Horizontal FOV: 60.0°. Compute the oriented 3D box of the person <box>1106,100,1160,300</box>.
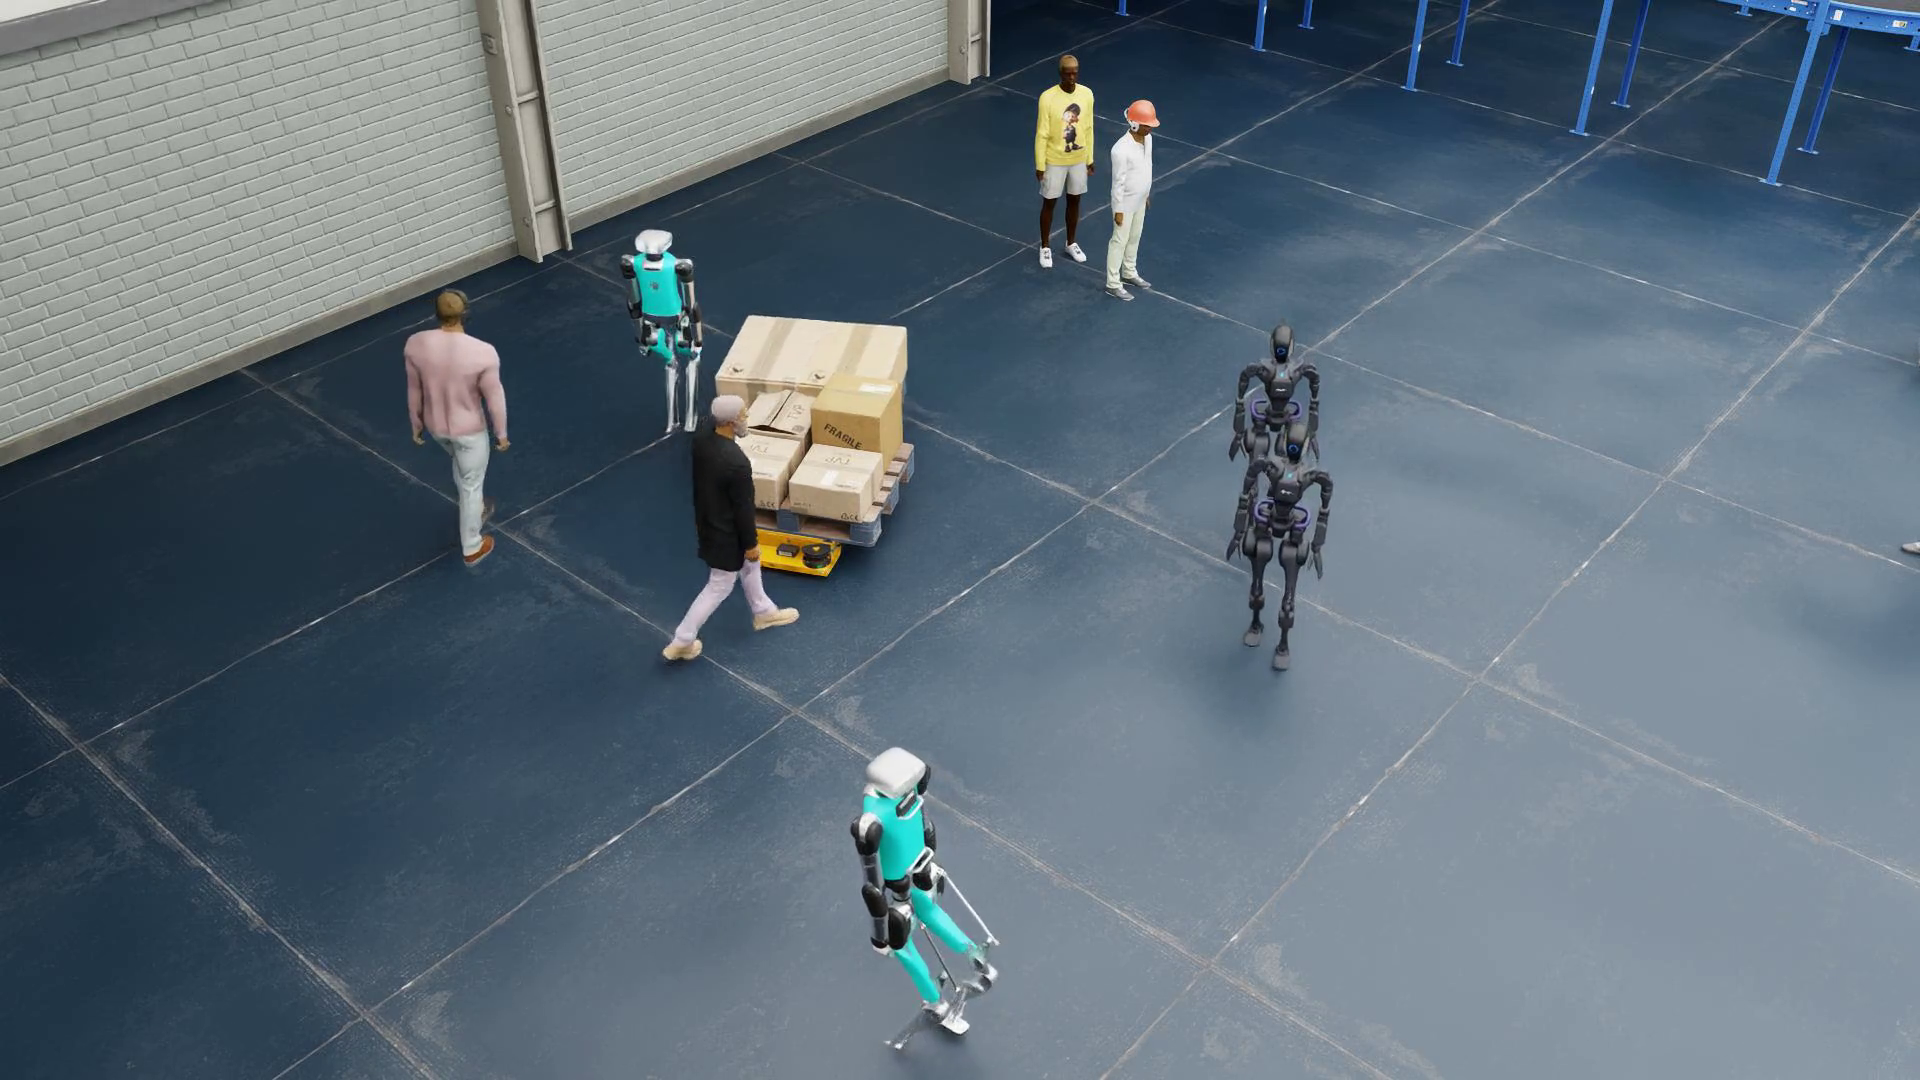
[{"bbox_3d":[1.485,-2.909,14.201,0.347,1.743,0.561,22,41,28],"label":"person"}]

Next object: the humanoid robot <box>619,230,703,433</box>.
[{"bbox_3d":[-2.113,-1.560,12.315,0.538,1.779,0.744,4,36,6],"label":"humanoid robot"}]

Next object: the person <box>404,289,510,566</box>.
[{"bbox_3d":[-3.288,-0.783,11.094,0.643,1.891,0.786,8,36,11],"label":"person"}]

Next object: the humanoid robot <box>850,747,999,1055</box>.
[{"bbox_3d":[-0.088,1.768,7.660,0.742,1.808,0.530,18,39,23],"label":"humanoid robot"}]

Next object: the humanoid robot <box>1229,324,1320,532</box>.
[{"bbox_3d":[2.131,-0.697,11.162,0.609,1.642,0.576,2,36,3],"label":"humanoid robot"}]

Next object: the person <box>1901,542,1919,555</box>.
[{"bbox_3d":[6.705,-0.553,10.810,0.395,1.839,0.563,-1,35,-1],"label":"person"}]

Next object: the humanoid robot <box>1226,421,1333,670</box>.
[{"bbox_3d":[1.926,0.033,10.130,0.600,1.643,0.566,9,36,12],"label":"humanoid robot"}]

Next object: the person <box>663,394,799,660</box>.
[{"bbox_3d":[-1.478,-0.064,10.155,0.923,1.811,0.546,-17,39,-22],"label":"person"}]

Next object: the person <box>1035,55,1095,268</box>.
[{"bbox_3d":[0.922,-3.347,14.682,0.555,1.898,0.367,-12,37,-16],"label":"person"}]

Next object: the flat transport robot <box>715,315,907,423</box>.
[{"bbox_3d":[-1.072,-0.859,12.594,0.659,0.231,1.431,5,36,7],"label":"flat transport robot"}]

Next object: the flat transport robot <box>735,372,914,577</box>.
[{"bbox_3d":[-1.020,-0.256,11.747,0.659,0.231,1.431,9,36,12],"label":"flat transport robot"}]
